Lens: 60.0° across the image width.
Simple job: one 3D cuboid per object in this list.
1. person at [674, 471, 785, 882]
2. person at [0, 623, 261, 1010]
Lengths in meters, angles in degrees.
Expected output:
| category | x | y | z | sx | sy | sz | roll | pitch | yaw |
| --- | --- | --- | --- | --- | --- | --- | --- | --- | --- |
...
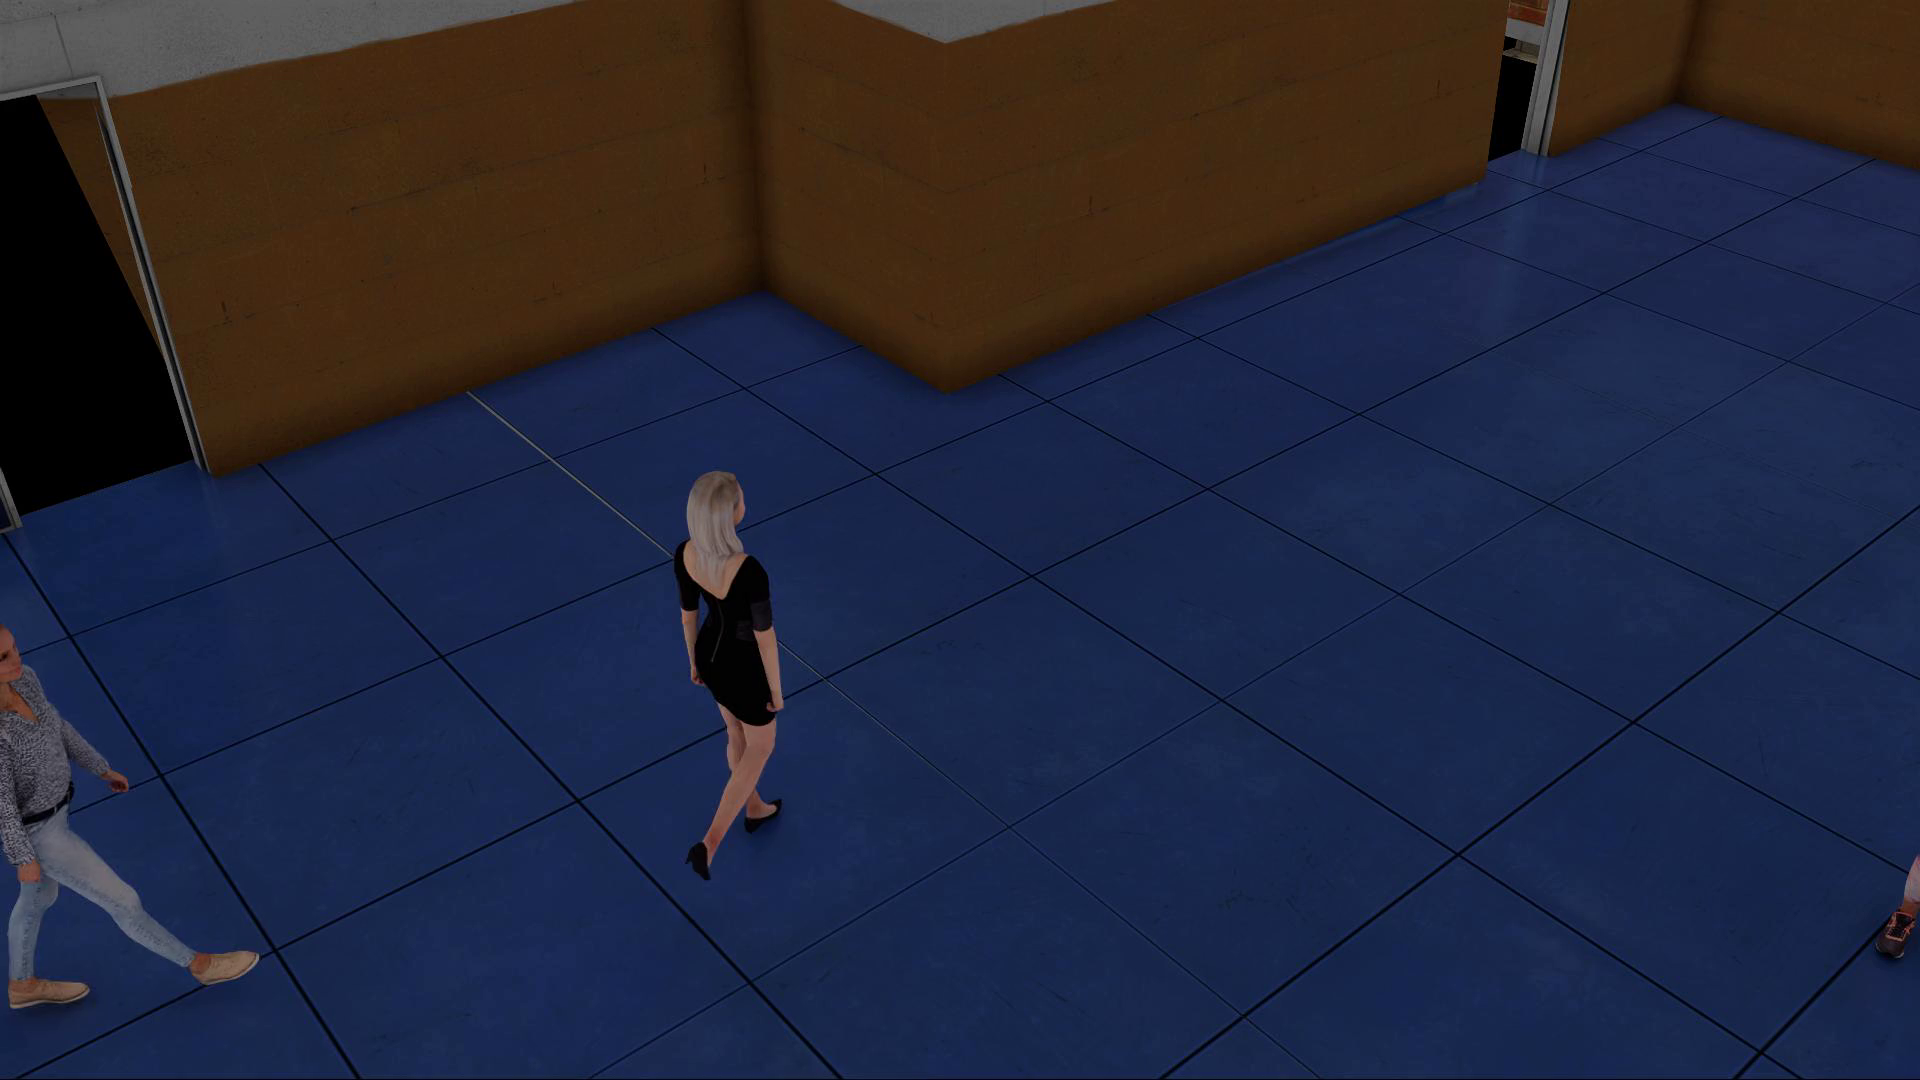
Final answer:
| category | x | y | z | sx | sy | sz | roll | pitch | yaw |
| --- | --- | --- | --- | --- | --- | --- | --- | --- | --- |
| person | -0.927 | 0.573 | 6.434 | 0.977 | 1.814 | 0.866 | 16 | 37 | 23 |
| person | -3.287 | 1.017 | 5.826 | 1.062 | 1.749 | 1.170 | -6 | 34 | -9 |
